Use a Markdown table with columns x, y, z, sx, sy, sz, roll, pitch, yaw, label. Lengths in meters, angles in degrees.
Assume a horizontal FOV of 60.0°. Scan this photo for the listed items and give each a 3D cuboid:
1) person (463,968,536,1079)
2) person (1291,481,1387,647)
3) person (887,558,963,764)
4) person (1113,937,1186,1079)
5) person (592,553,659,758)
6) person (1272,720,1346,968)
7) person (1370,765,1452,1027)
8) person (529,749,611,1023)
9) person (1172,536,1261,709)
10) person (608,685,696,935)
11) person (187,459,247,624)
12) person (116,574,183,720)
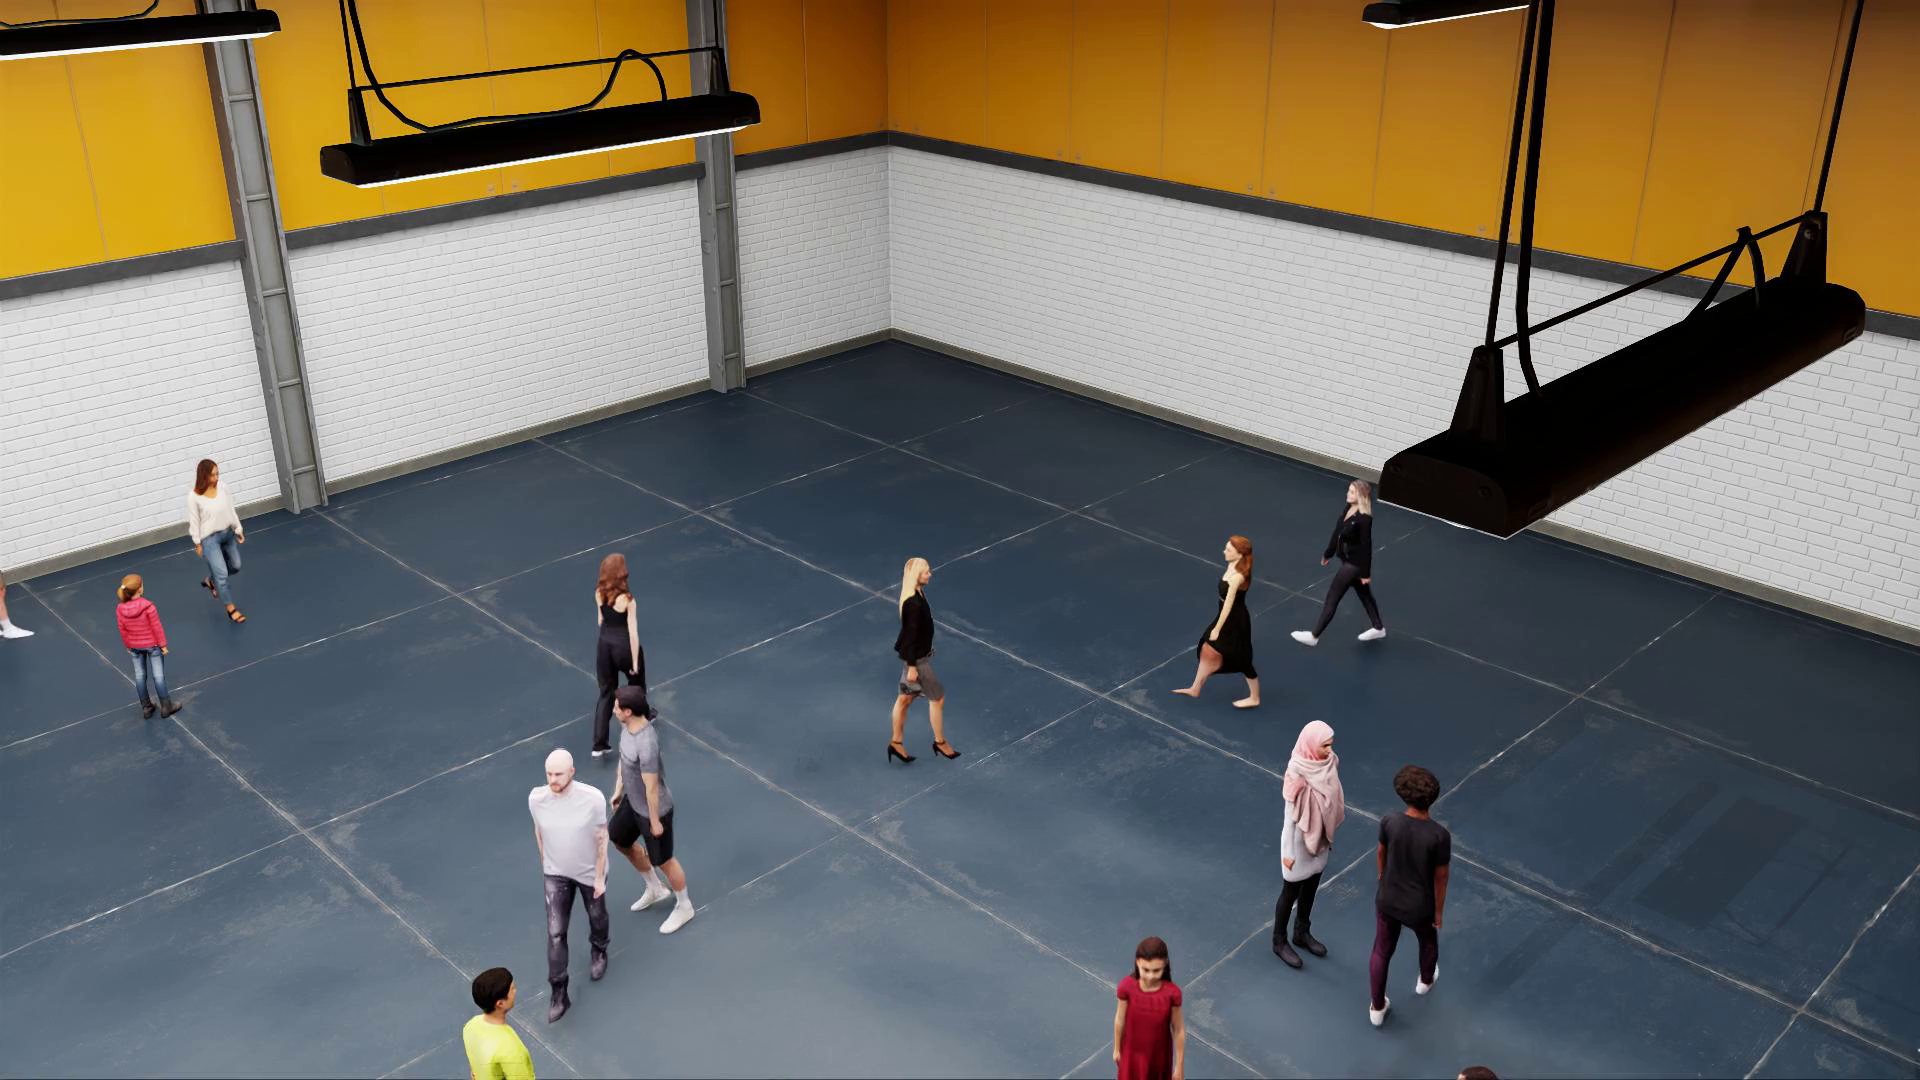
| x | y | z | sx | sy | sz | roll | pitch | yaw | label |
| --- | --- | --- | --- | --- | --- | --- | --- | --- | --- |
| -2.464 | 3.061 | 8.839 | 1.046 | 1.687 | 0.665 | -20 | 31 | -38 | person |
| 3.719 | 0.245 | 15.349 | 1.221 | 1.632 | 1.096 | -2 | 24 | -5 | person |
| -0.458 | 1.000 | 13.385 | 0.981 | 1.821 | 0.898 | -3 | 24 | -7 | person |
| 1.076 | 2.872 | 9.489 | 0.976 | 1.511 | 1.083 | 2 | 24 | 4 | person |
| -2.860 | 0.963 | 13.611 | 0.953 | 1.708 | 1.212 | 7 | 25 | 16 | person |
| 2.302 | 2.007 | 11.103 | 0.557 | 1.804 | 0.710 | -17 | 29 | -34 | person |
| 2.803 | 2.297 | 10.515 | 0.816 | 1.744 | 1.032 | 12 | 26 | 25 | person |
| -2.470 | 2.119 | 10.862 | 1.097 | 1.793 | 1.158 | 0 | 24 | 0 | person |
| 2.438 | 0.735 | 14.277 | 1.047 | 1.591 | 0.980 | -1 | 24 | -2 | person |
| -2.102 | 1.798 | 11.516 | 0.832 | 1.856 | 0.777 | -16 | 28 | -32 | person |
| -7.163 | -0.017 | 15.914 | 0.824 | 1.659 | 0.841 | 13 | 27 | 27 | person |
| -6.978 | 0.908 | 14.226 | 0.595 | 1.315 | 0.655 | 0 | 24 | 0 | person |
